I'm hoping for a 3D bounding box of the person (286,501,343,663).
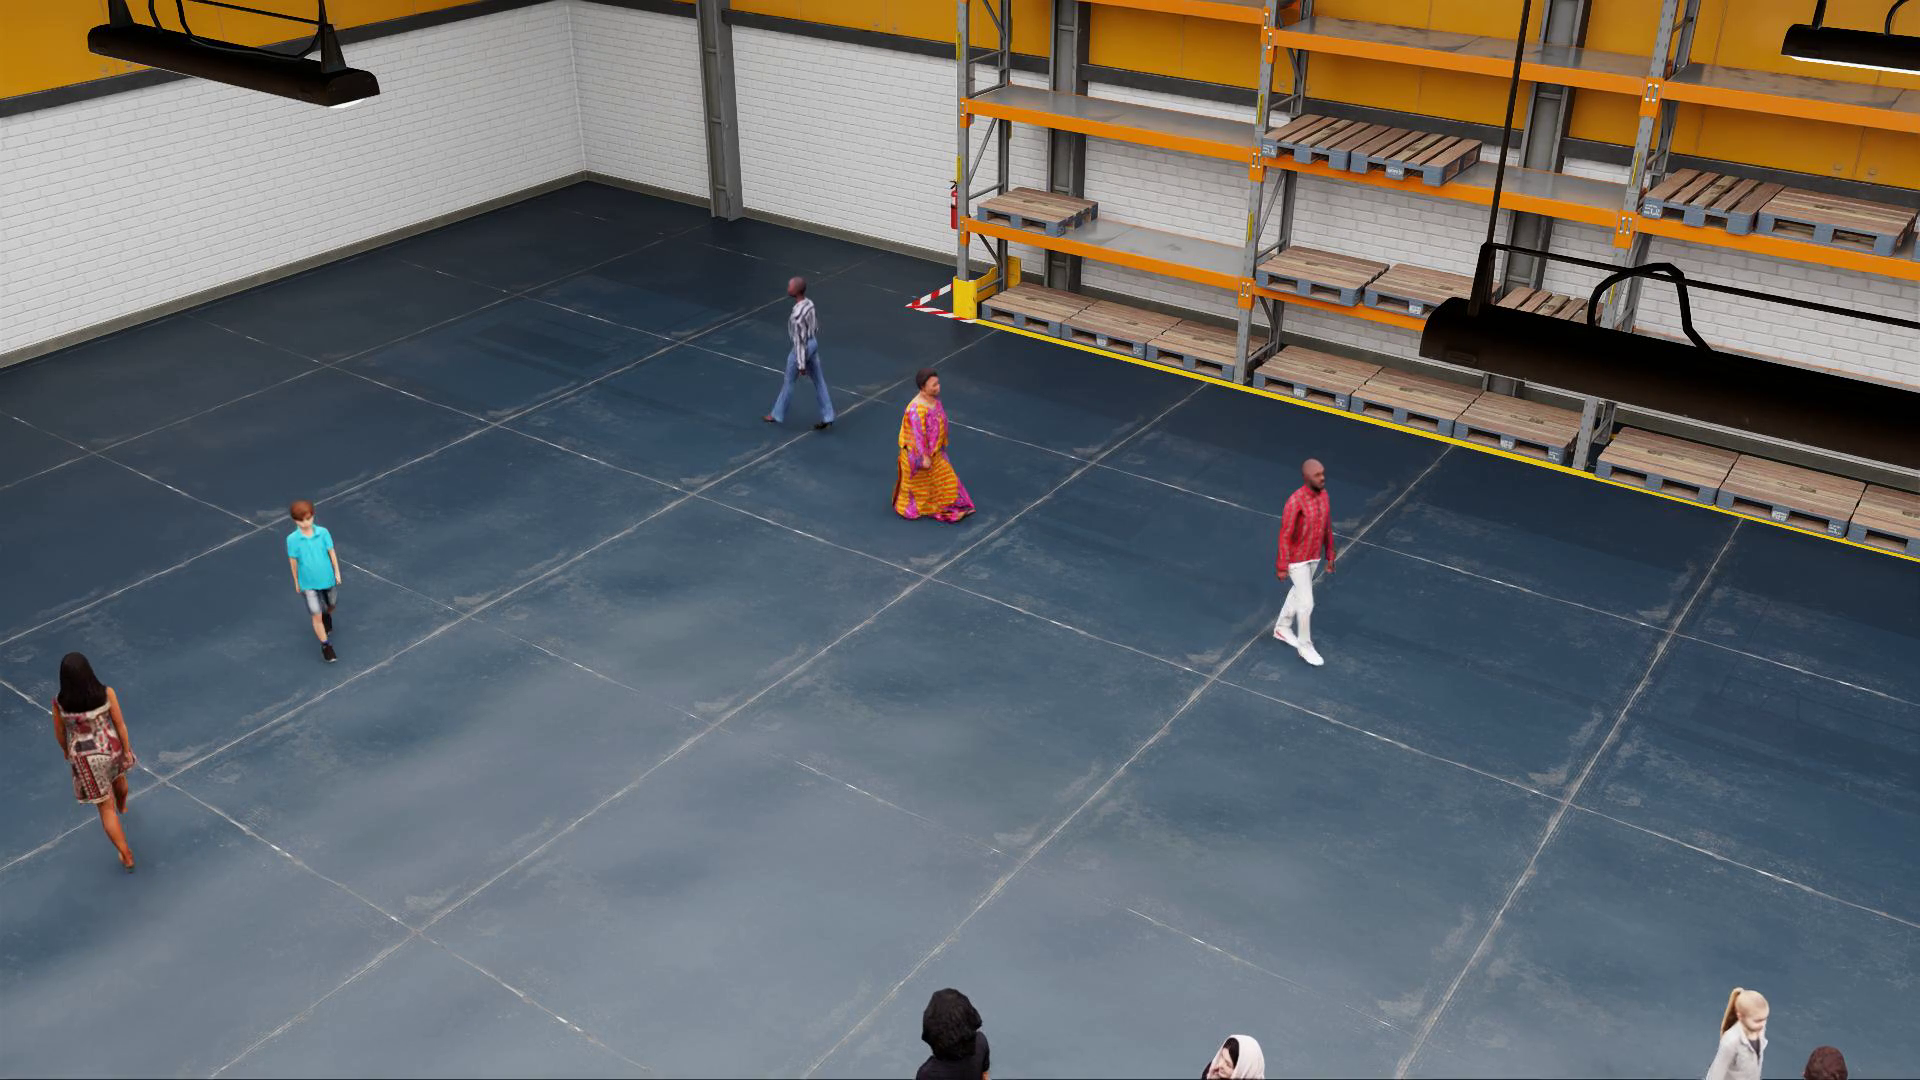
[{"bbox_3d":[-5.534,0.295,14.258,0.732,1.430,0.958,-17,33,-29],"label":"person"}]

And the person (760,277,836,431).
[{"bbox_3d":[-1.600,-1.990,18.107,1.160,1.756,0.880,8,30,15],"label":"person"}]

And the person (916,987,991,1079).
[{"bbox_3d":[-0.032,3.089,8.711,0.700,1.838,0.723,-25,37,-37],"label":"person"}]

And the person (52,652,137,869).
[{"bbox_3d":[-6.070,1.586,11.731,0.889,1.583,1.229,-18,33,-30],"label":"person"}]

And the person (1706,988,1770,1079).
[{"bbox_3d":[4.321,3.038,9.405,0.736,1.262,0.878,-14,31,-23],"label":"person"}]

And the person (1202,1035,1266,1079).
[{"bbox_3d":[1.406,3.204,8.709,0.802,1.638,0.713,-13,31,-22],"label":"person"}]

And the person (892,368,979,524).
[{"bbox_3d":[-0.396,-0.921,16.269,1.179,1.640,0.799,12,31,22],"label":"person"}]

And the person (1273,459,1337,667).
[{"bbox_3d":[2.861,0.105,14.215,0.822,1.805,0.950,-22,36,-35],"label":"person"}]
